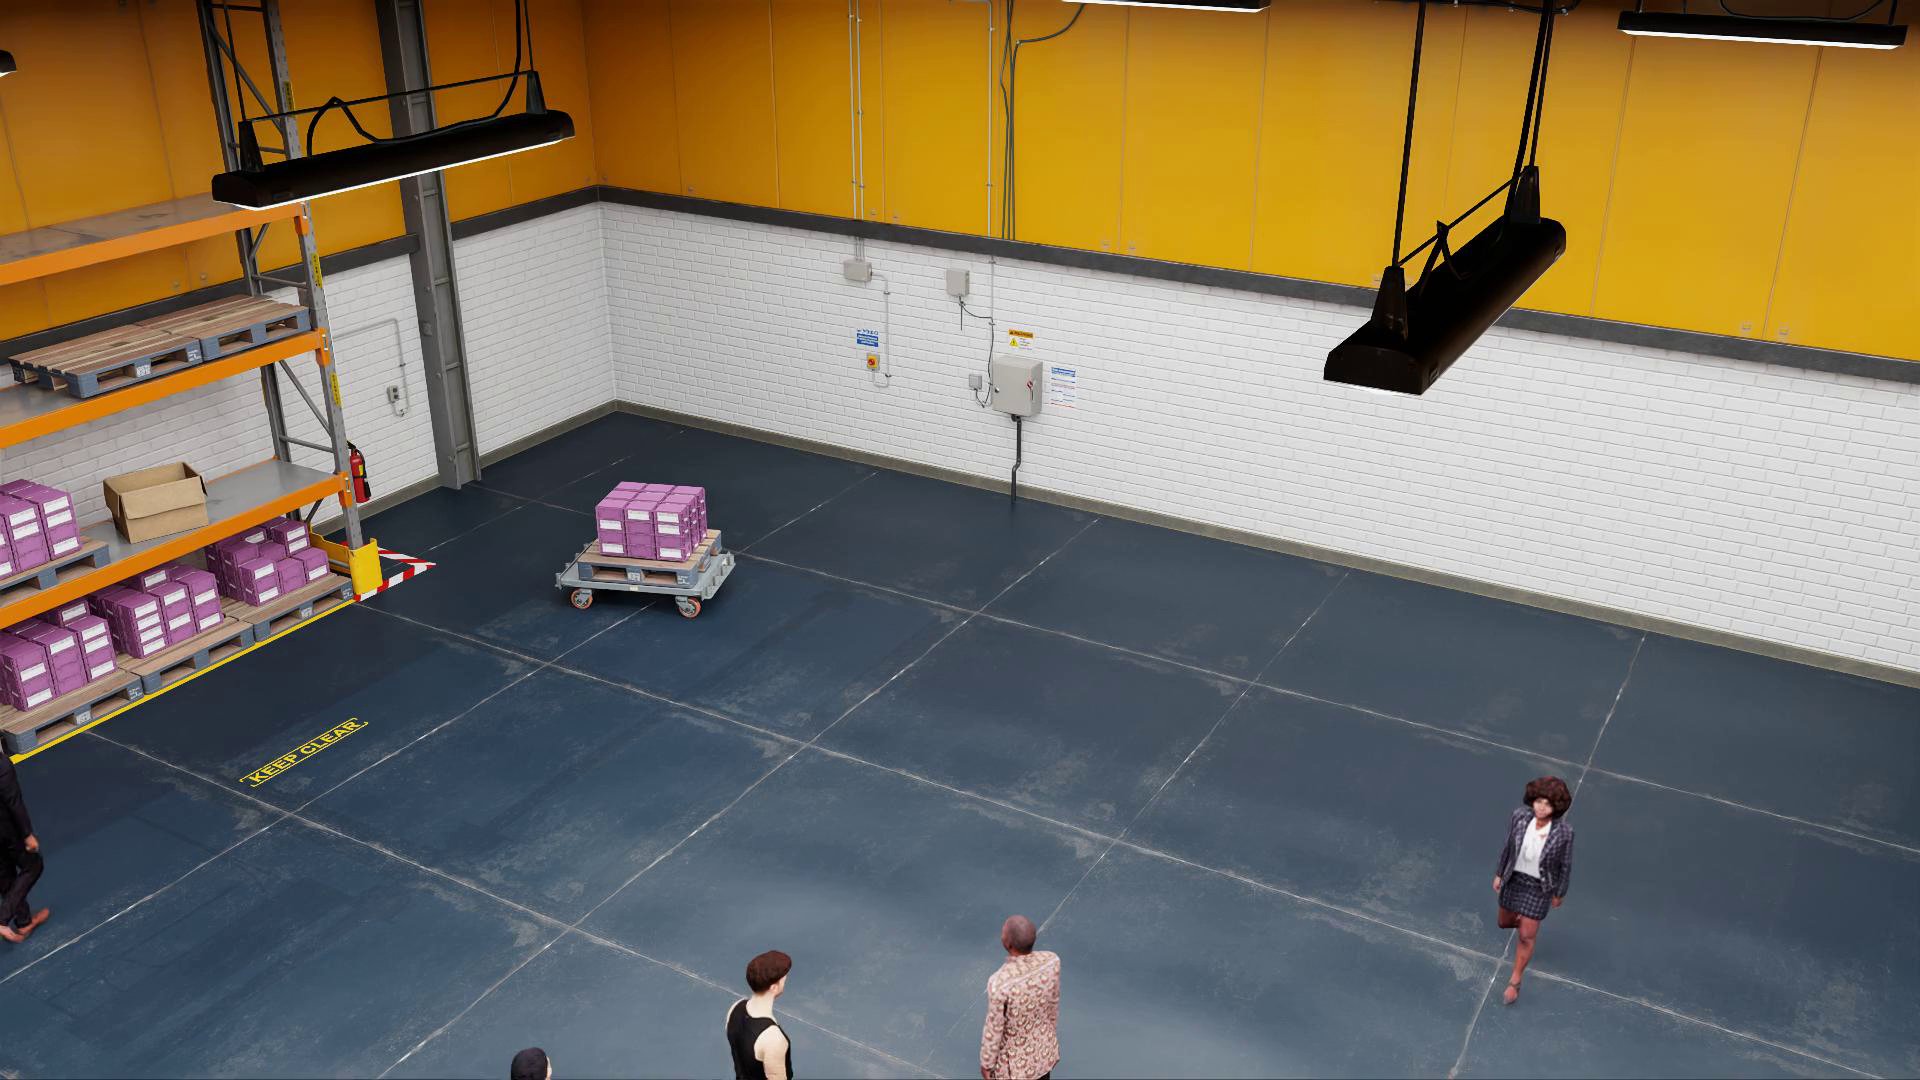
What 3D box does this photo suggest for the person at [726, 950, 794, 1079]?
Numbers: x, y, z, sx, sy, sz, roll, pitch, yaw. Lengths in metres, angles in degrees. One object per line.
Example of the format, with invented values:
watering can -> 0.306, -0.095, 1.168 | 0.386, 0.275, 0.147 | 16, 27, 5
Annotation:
person -> -1.150, 3.137, 9.063 | 1.256, 1.843, 0.956 | -18, 29, -35

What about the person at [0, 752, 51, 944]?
person -> -6.747, 2.032, 11.553 | 0.856, 1.873, 0.943 | 5, 24, 12

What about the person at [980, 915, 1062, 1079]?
person -> 0.365, 2.944, 9.556 | 0.671, 1.802, 0.827 | -17, 29, -34

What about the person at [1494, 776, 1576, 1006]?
person -> 3.844, 2.299, 11.184 | 0.710, 1.681, 0.921 | 18, 29, 35
